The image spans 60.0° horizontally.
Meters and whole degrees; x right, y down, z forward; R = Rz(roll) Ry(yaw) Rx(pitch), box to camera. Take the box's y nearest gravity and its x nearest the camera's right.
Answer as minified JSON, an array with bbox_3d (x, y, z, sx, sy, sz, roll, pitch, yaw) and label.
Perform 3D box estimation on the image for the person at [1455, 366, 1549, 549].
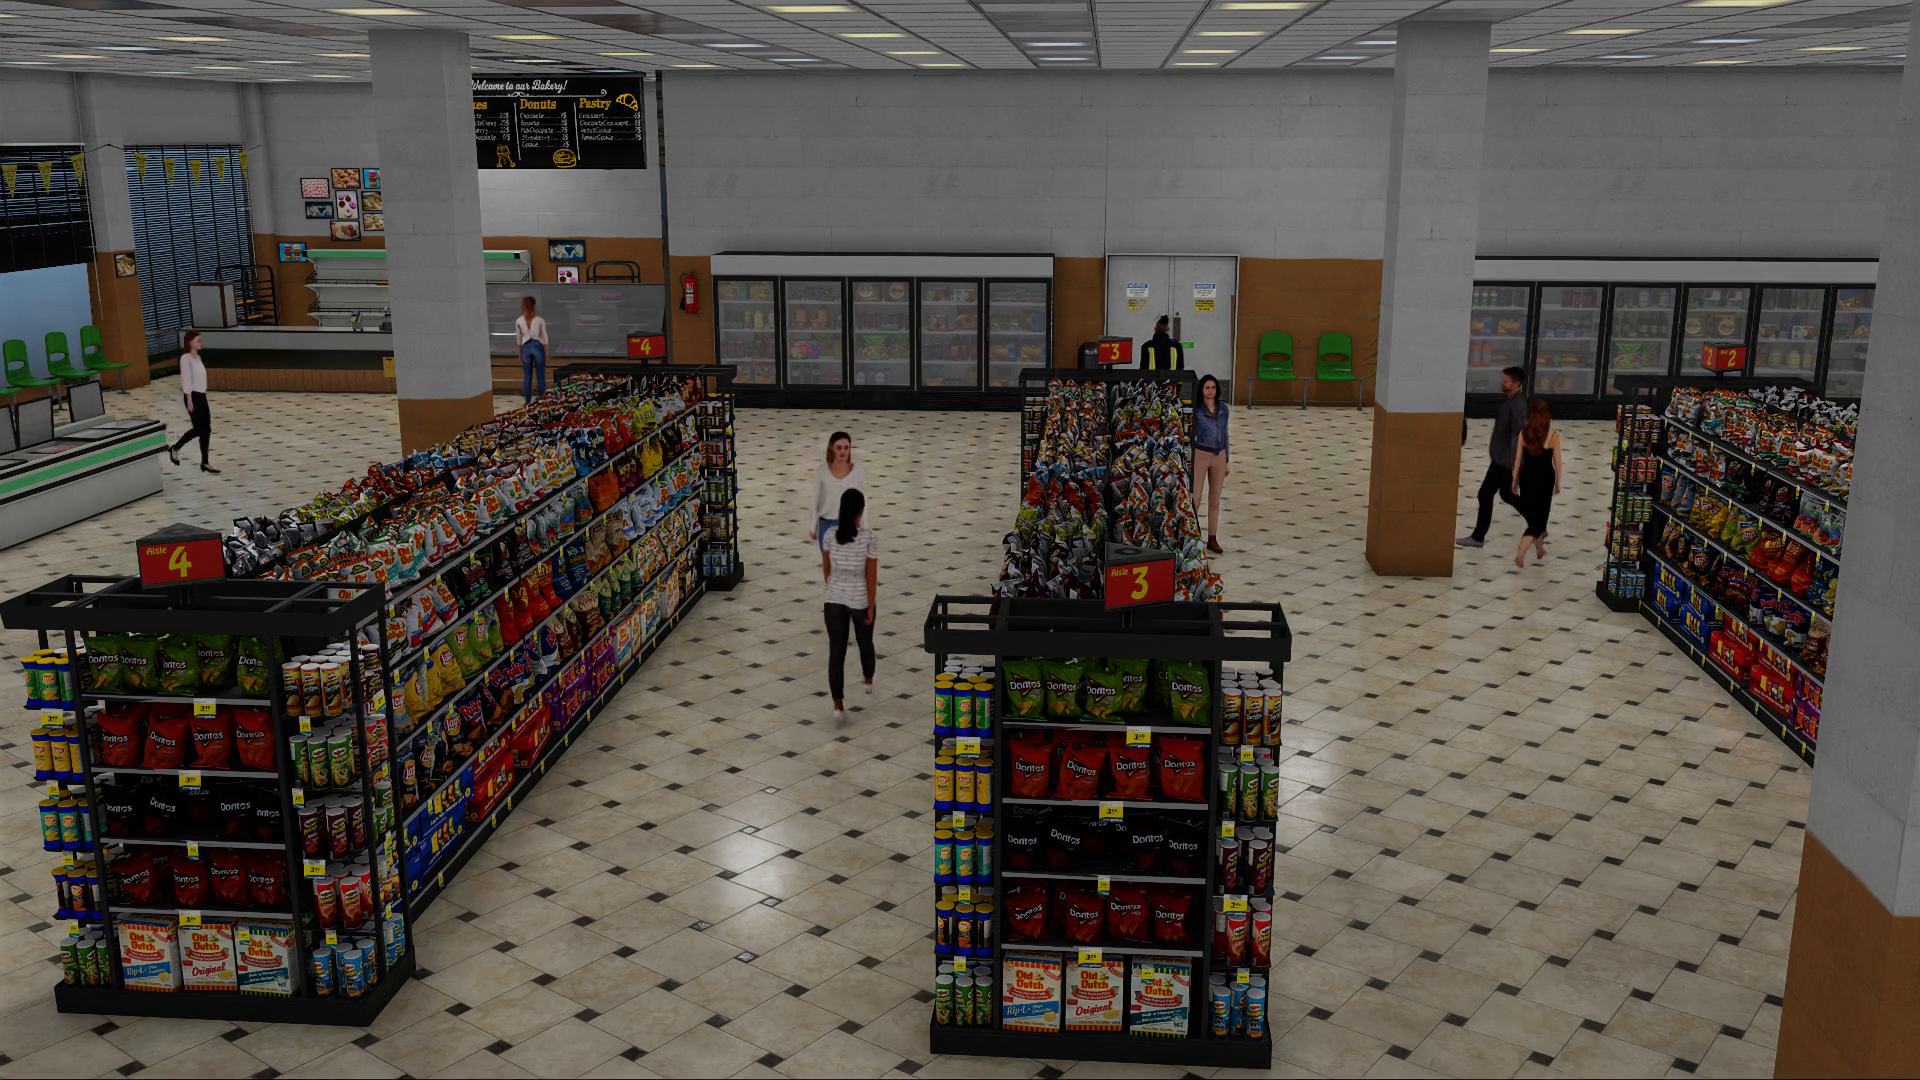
[{"bbox_3d":[5.462,-0.781,16.380,0.933,1.831,1.147,6,15,22],"label":"person"}]

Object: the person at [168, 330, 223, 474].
[{"bbox_3d":[-9.346,-1.652,20.153,0.750,1.744,0.809,-1,14,-2],"label":"person"}]

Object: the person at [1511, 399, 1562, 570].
[{"bbox_3d":[5.418,-0.494,15.713,0.962,1.587,1.148,11,18,38],"label":"person"}]

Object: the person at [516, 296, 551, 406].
[{"bbox_3d":[-6.384,-2.781,24.863,0.619,1.720,0.521,0,14,2],"label":"person"}]

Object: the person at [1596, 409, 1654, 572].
[{"bbox_3d":[6.436,-0.437,15.518,0.855,1.569,1.056,-3,14,-14],"label":"person"}]

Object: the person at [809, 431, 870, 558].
[{"bbox_3d":[-1.039,-0.082,13.871,0.841,1.655,1.074,-3,14,-12],"label":"person"}]

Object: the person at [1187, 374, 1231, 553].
[{"bbox_3d":[2.435,-0.751,16.377,0.675,1.774,0.664,-3,14,-11],"label":"person"}]

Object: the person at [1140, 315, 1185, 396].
[{"bbox_3d":[2.540,-1.929,21.051,0.819,1.861,0.787,-2,14,-10],"label":"person"}]

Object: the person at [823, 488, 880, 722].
[{"bbox_3d":[-0.799,0.489,11.649,0.575,1.593,1.105,2,14,6],"label":"person"}]
